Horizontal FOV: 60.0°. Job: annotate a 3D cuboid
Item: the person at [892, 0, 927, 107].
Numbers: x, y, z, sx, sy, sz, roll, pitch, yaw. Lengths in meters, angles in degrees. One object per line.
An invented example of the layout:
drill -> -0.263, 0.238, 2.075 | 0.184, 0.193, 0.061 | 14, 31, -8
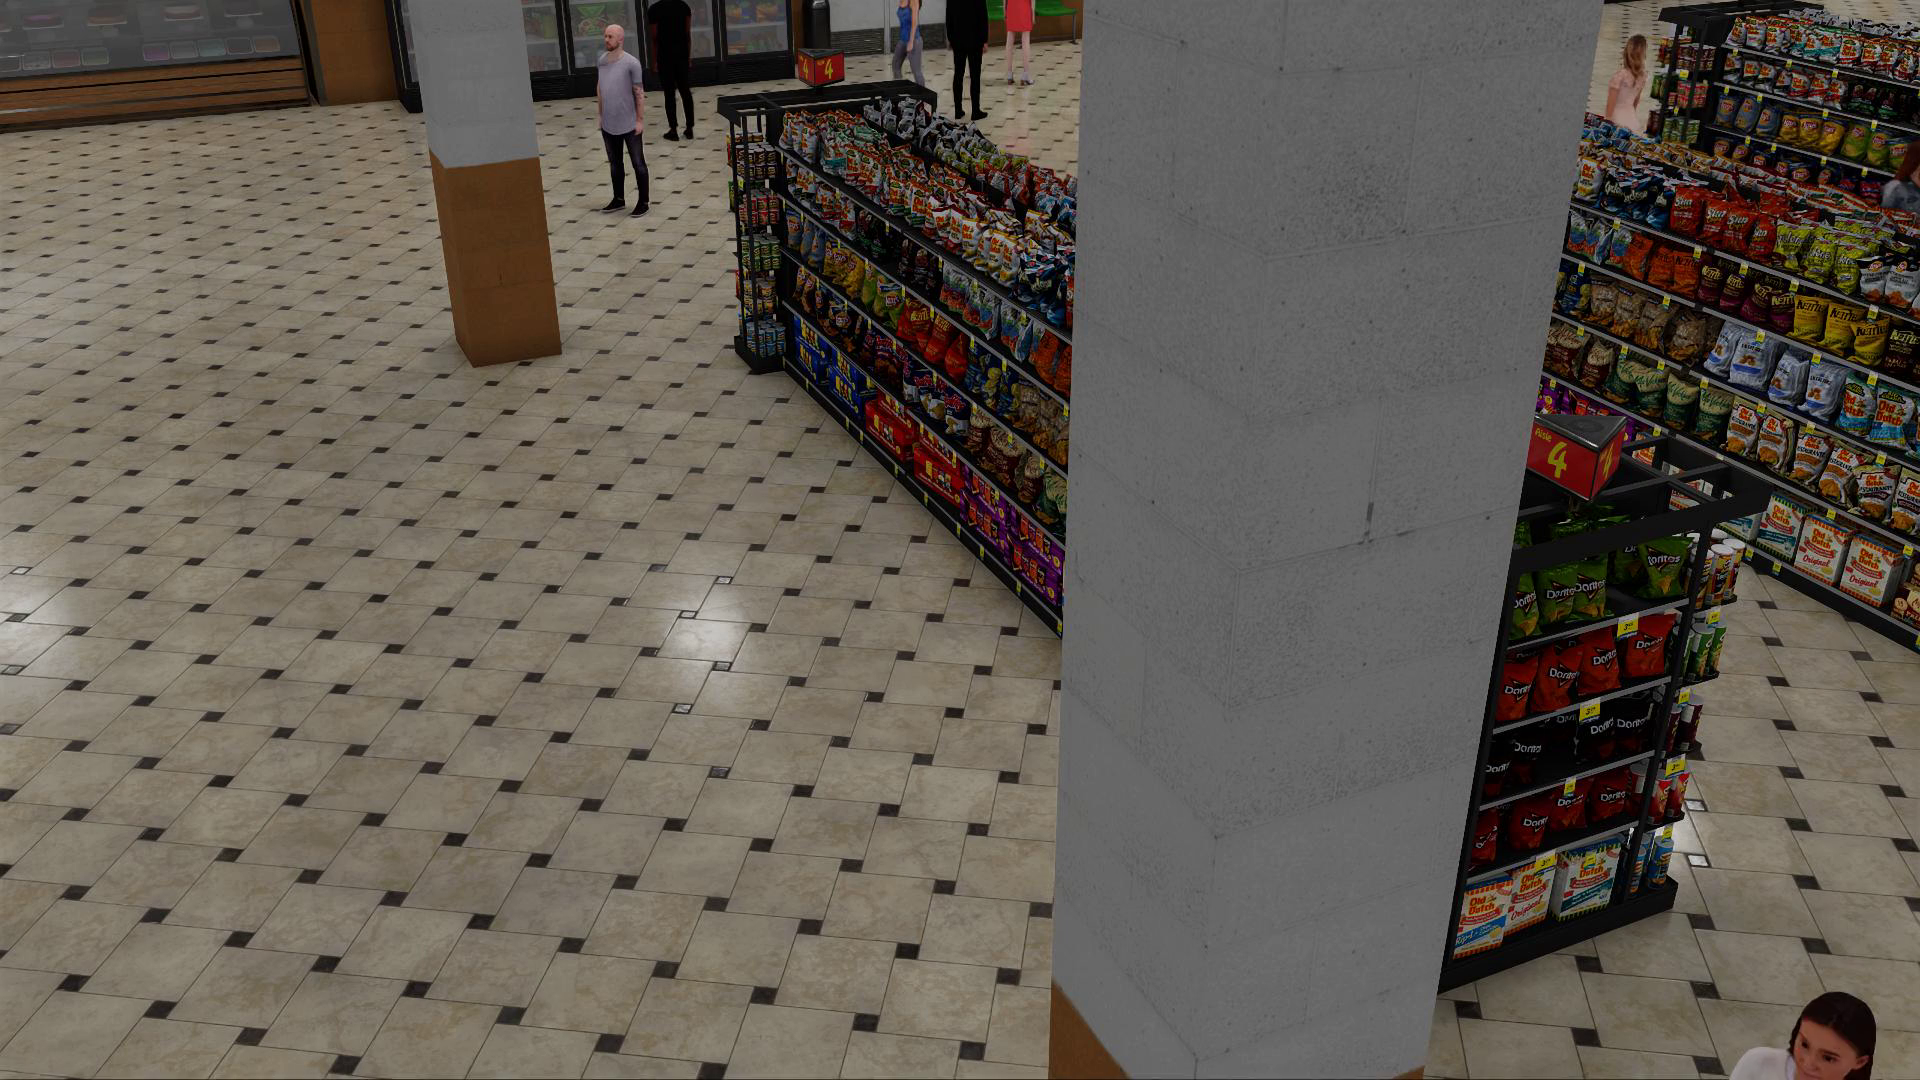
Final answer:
person -> -0.554, -6.199, 20.703 | 0.676, 1.593, 0.715 | -15, 31, -27

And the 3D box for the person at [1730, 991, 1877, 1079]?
person -> 2.310, 1.901, 4.651 | 0.808, 1.663, 1.023 | -19, 32, -32

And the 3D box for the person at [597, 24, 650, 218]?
person -> -3.325, -4.125, 16.340 | 0.739, 1.838, 0.822 | 12, 29, 23

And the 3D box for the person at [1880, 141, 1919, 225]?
person -> 7.119, -2.235, 12.794 | 0.612, 1.674, 1.053 | -12, 29, -23

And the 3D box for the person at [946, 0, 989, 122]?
person -> 0.089, -6.048, 20.074 | 0.765, 1.892, 0.845 | 12, 29, 22

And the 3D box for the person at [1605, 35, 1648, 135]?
person -> 6.325, -3.809, 15.794 | 0.692, 1.769, 1.141 | -10, 28, -18

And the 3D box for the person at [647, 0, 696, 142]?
person -> -3.304, -5.532, 19.137 | 0.675, 1.819, 0.575 | -14, 30, -26

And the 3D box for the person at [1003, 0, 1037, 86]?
person -> 0.769, -6.934, 21.892 | 0.641, 1.827, 0.731 | 13, 30, 24
